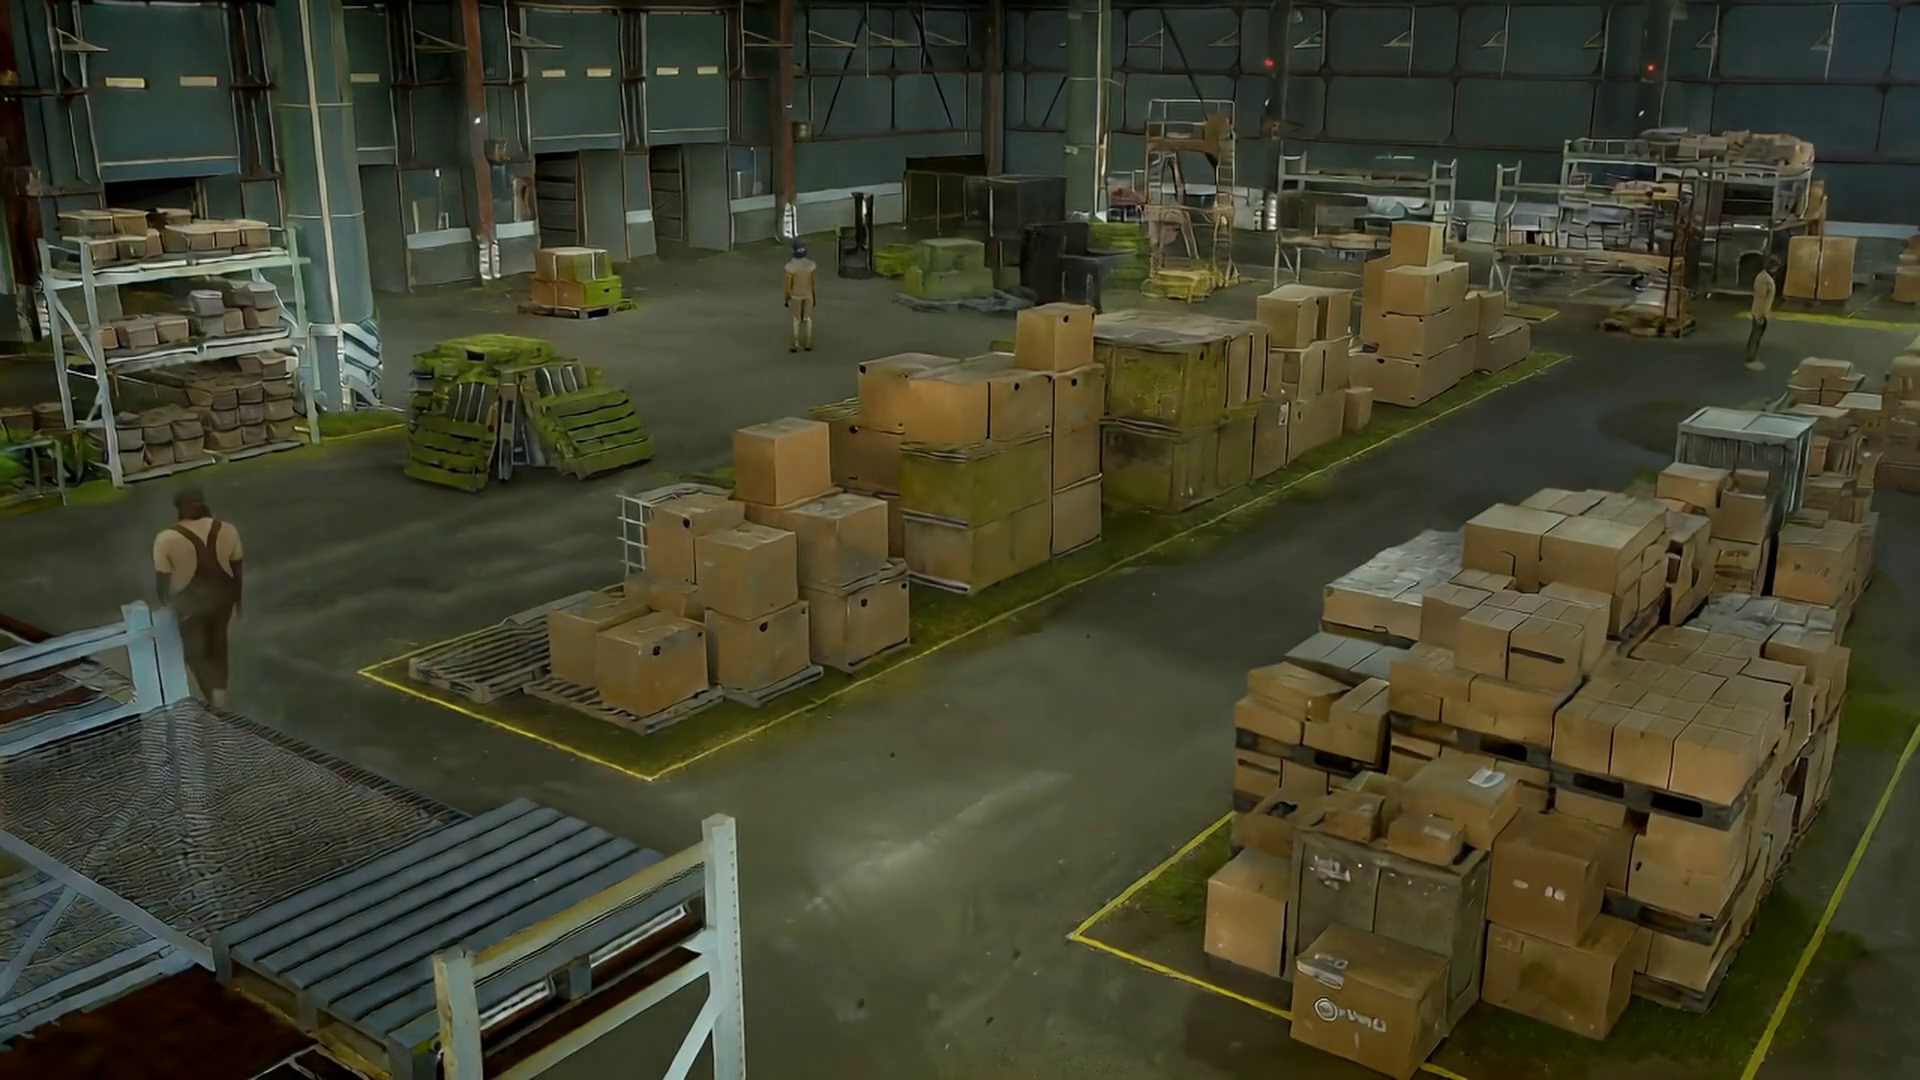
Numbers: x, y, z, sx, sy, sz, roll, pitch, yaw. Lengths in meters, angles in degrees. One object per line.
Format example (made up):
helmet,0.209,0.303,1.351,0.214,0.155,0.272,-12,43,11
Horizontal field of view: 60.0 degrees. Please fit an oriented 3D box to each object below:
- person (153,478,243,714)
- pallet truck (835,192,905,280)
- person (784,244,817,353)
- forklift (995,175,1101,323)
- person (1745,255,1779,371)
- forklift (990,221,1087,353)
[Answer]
person,-6.197,0.473,13.636,0.842,2.000,0.690,14,22,39
pallet truck,-1.936,-7.159,38.982,1.885,1.965,0.823,-12,21,-34
person,-2.843,-4.310,29.675,0.641,1.928,0.386,-9,19,-28
forklift,1.786,-5.780,32.912,1.873,2.768,1.129,-7,18,-21
person,13.541,-3.836,28.082,0.362,1.936,0.631,9,19,27
forklift,1.462,-3.273,24.612,1.873,2.768,1.129,12,21,35
